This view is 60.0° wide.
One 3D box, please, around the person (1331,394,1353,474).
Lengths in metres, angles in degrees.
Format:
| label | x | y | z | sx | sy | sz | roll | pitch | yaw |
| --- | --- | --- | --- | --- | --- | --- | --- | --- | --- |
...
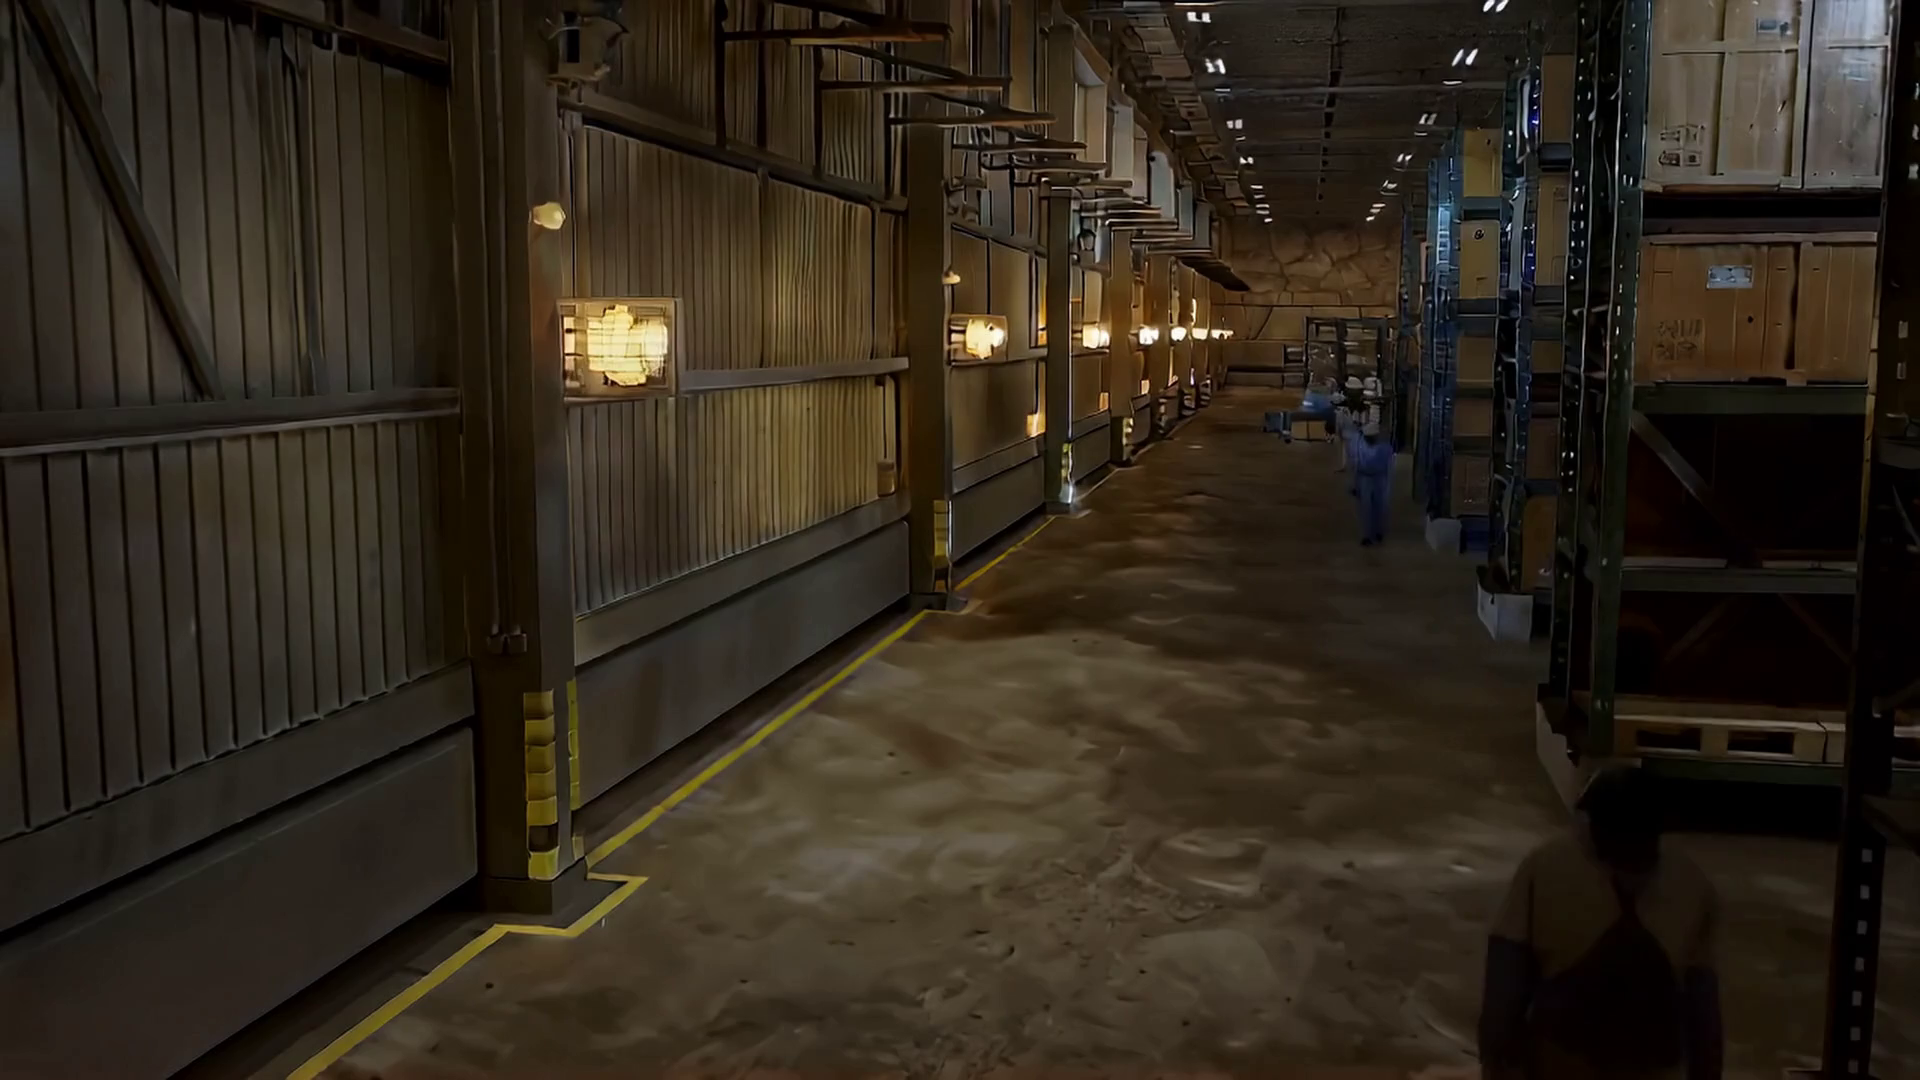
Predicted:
| label | x | y | z | sx | sy | sz | roll | pitch | yaw |
| --- | --- | --- | --- | --- | --- | --- | --- | --- | --- |
| person | 8.370 | -2.330 | 36.504 | 0.573 | 1.753 | 0.324 | -6 | 9 | -39 |

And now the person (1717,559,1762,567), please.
| label | x | y | z | sx | sy | sz | roll | pitch | yaw |
| --- | --- | --- | --- | --- | --- | --- | --- | --- | --- |
| person | 6.563 | 0.533 | 14.061 | 0.521 | 1.636 | 0.311 | -4 | 8 | -28 |

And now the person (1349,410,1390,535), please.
| label | x | y | z | sx | sy | sz | roll | pitch | yaw |
| --- | --- | --- | --- | --- | --- | --- | --- | --- | --- |
| person | 6.323 | -1.061 | 25.723 | 0.614 | 1.924 | 0.883 | 1 | 7 | 9 |

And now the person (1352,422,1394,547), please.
| label | x | y | z | sx | sy | sz | roll | pitch | yaw |
| --- | --- | --- | --- | --- | --- | --- | --- | --- | --- |
| person | 6.018 | -0.820 | 24.213 | 0.595 | 1.815 | 0.723 | 2 | 7 | 16 |

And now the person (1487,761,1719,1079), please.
| label | x | y | z | sx | sy | sz | roll | pitch | yaw |
| --- | --- | --- | --- | --- | --- | --- | --- | --- | --- |
| person | 1.848 | 1.564 | 4.796 | 0.653 | 1.892 | 0.434 | 1 | 7 | 9 |

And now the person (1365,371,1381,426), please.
| label | x | y | z | sx | sy | sz | roll | pitch | yaw |
| --- | --- | --- | --- | --- | --- | --- | --- | --- | --- |
| person | 13.567 | -4.638 | 54.706 | 0.403 | 1.826 | 0.589 | 7 | 10 | 44 |
